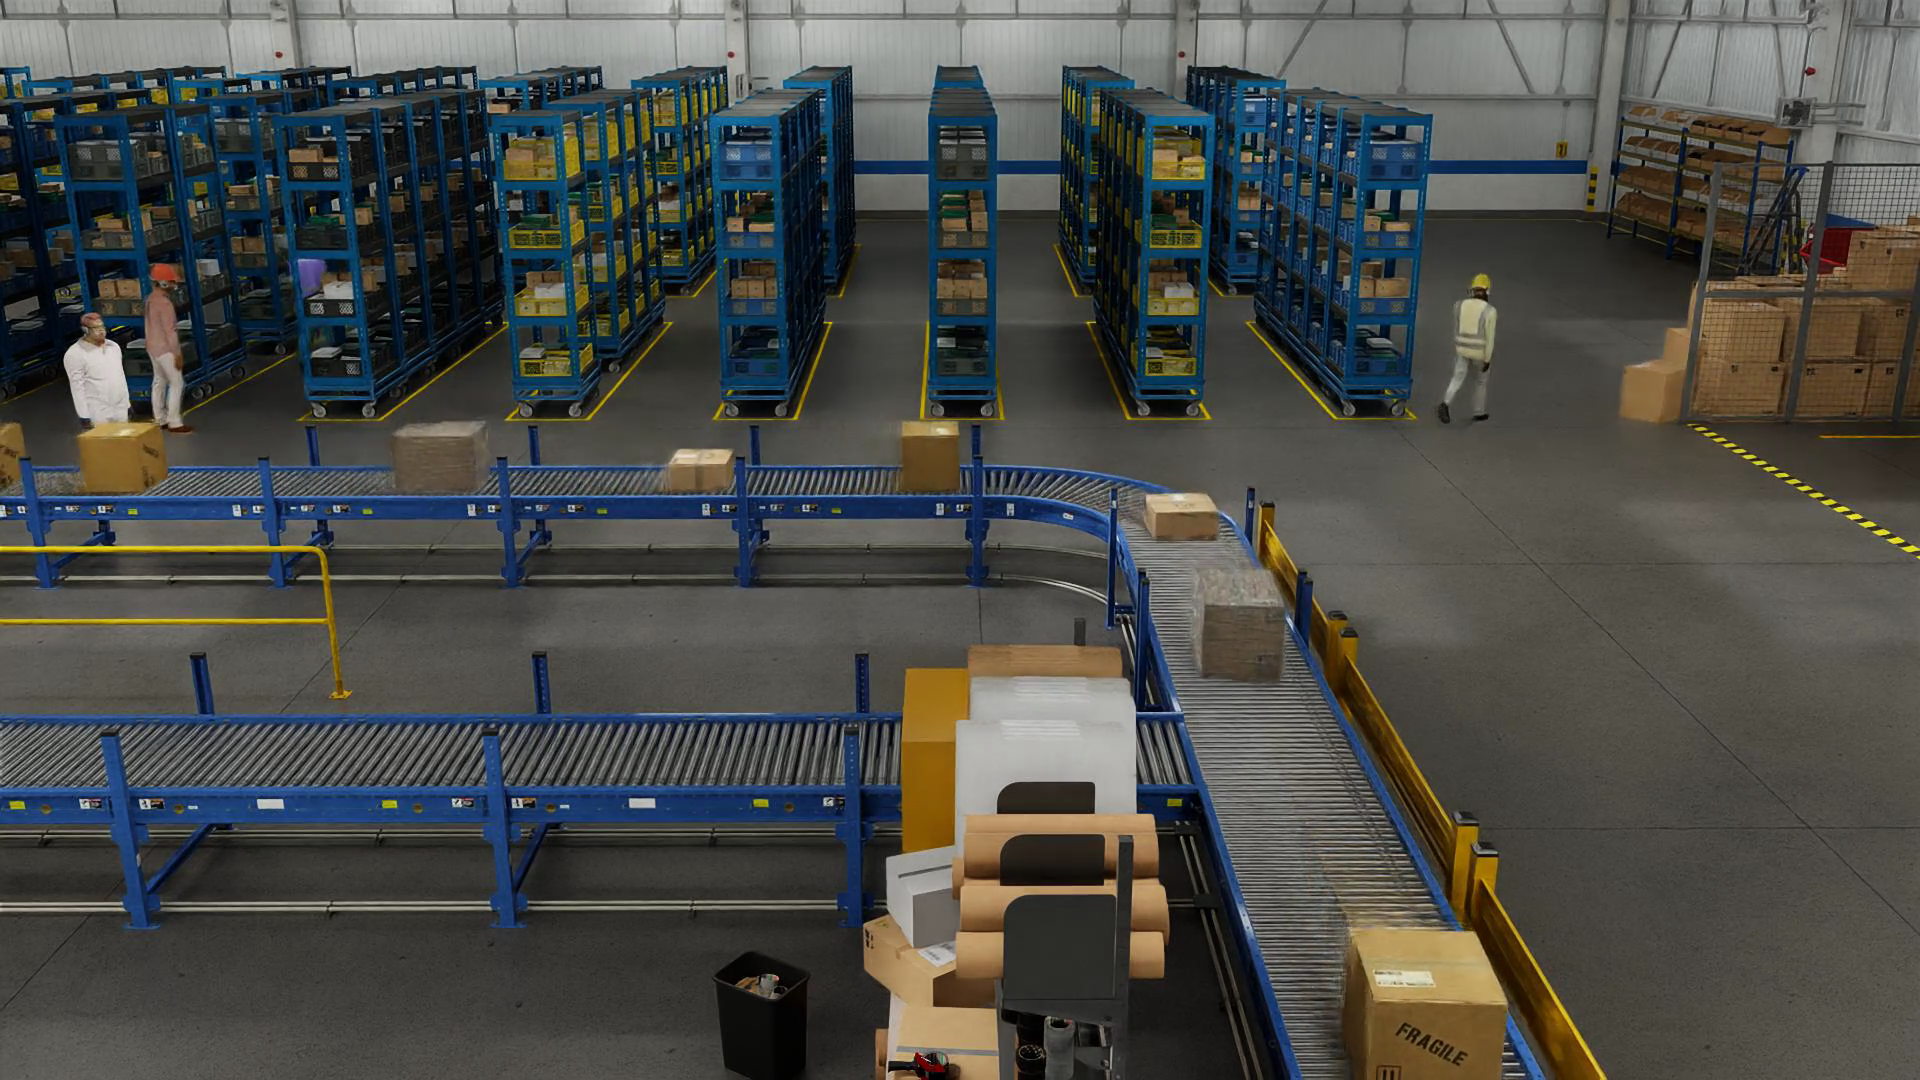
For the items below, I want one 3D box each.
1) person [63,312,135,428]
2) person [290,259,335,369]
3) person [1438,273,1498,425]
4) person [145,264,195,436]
[{"bbox_3d":[-8.535,-1.322,16.622,0.409,1.913,0.642,6,19,18],"label":"person"},{"bbox_3d":[-8.794,-3.218,22.624,0.572,1.815,0.923,1,18,4],"label":"person"},{"bbox_3d":[6.015,-2.234,19.616,0.824,1.801,0.580,-16,24,-40],"label":"person"},{"bbox_3d":[-9.161,-2.199,19.236,0.468,1.977,0.620,-16,24,-40],"label":"person"}]
